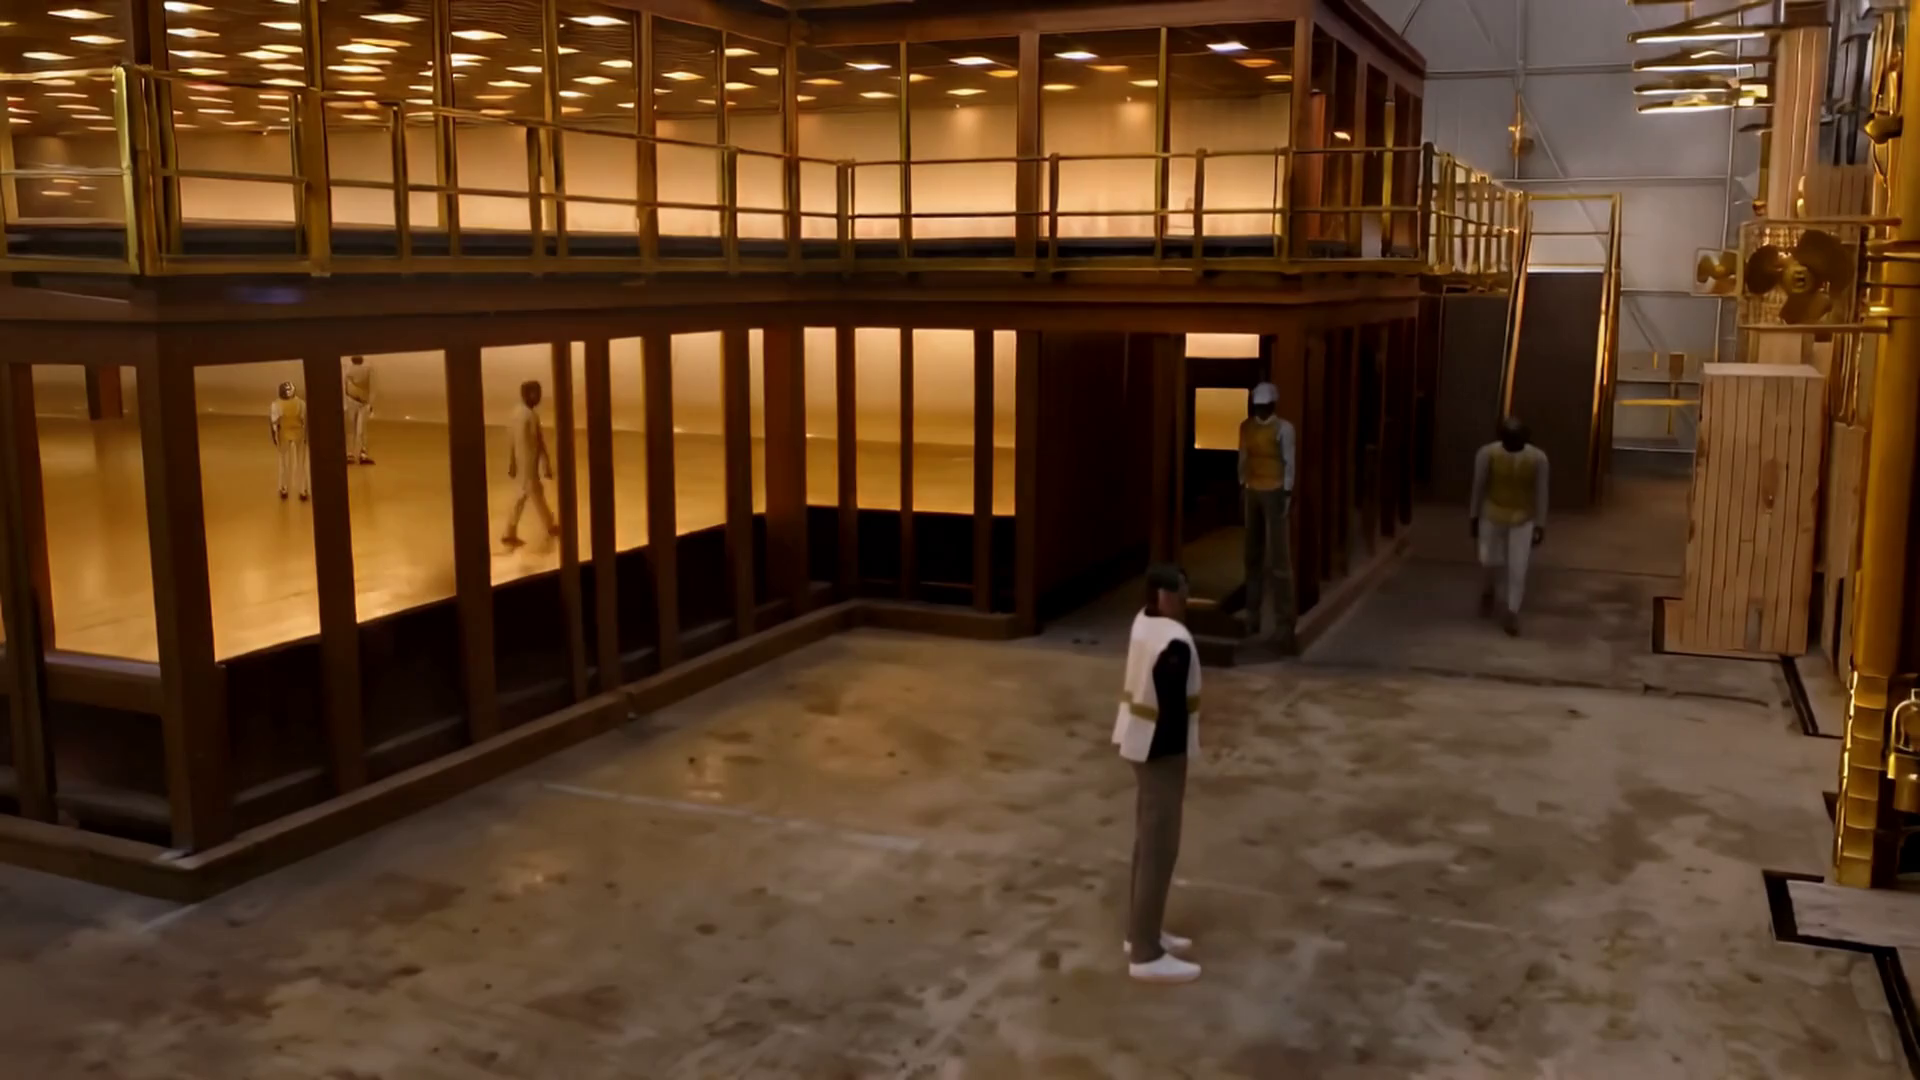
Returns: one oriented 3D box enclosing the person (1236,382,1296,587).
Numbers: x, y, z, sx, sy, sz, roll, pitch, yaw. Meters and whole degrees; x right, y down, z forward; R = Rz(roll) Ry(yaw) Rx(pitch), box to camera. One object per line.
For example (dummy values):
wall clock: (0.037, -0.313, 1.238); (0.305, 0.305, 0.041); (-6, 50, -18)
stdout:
person: (2.952, -0.539, 16.157); (0.612, 1.986, 0.407); (8, 12, 40)

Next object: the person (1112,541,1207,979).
person: (0.869, 0.947, 7.233); (0.392, 1.911, 0.584); (-1, 9, -5)

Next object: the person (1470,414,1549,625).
person: (4.750, -0.180, 14.401); (0.652, 1.831, 0.434); (3, 10, 16)
